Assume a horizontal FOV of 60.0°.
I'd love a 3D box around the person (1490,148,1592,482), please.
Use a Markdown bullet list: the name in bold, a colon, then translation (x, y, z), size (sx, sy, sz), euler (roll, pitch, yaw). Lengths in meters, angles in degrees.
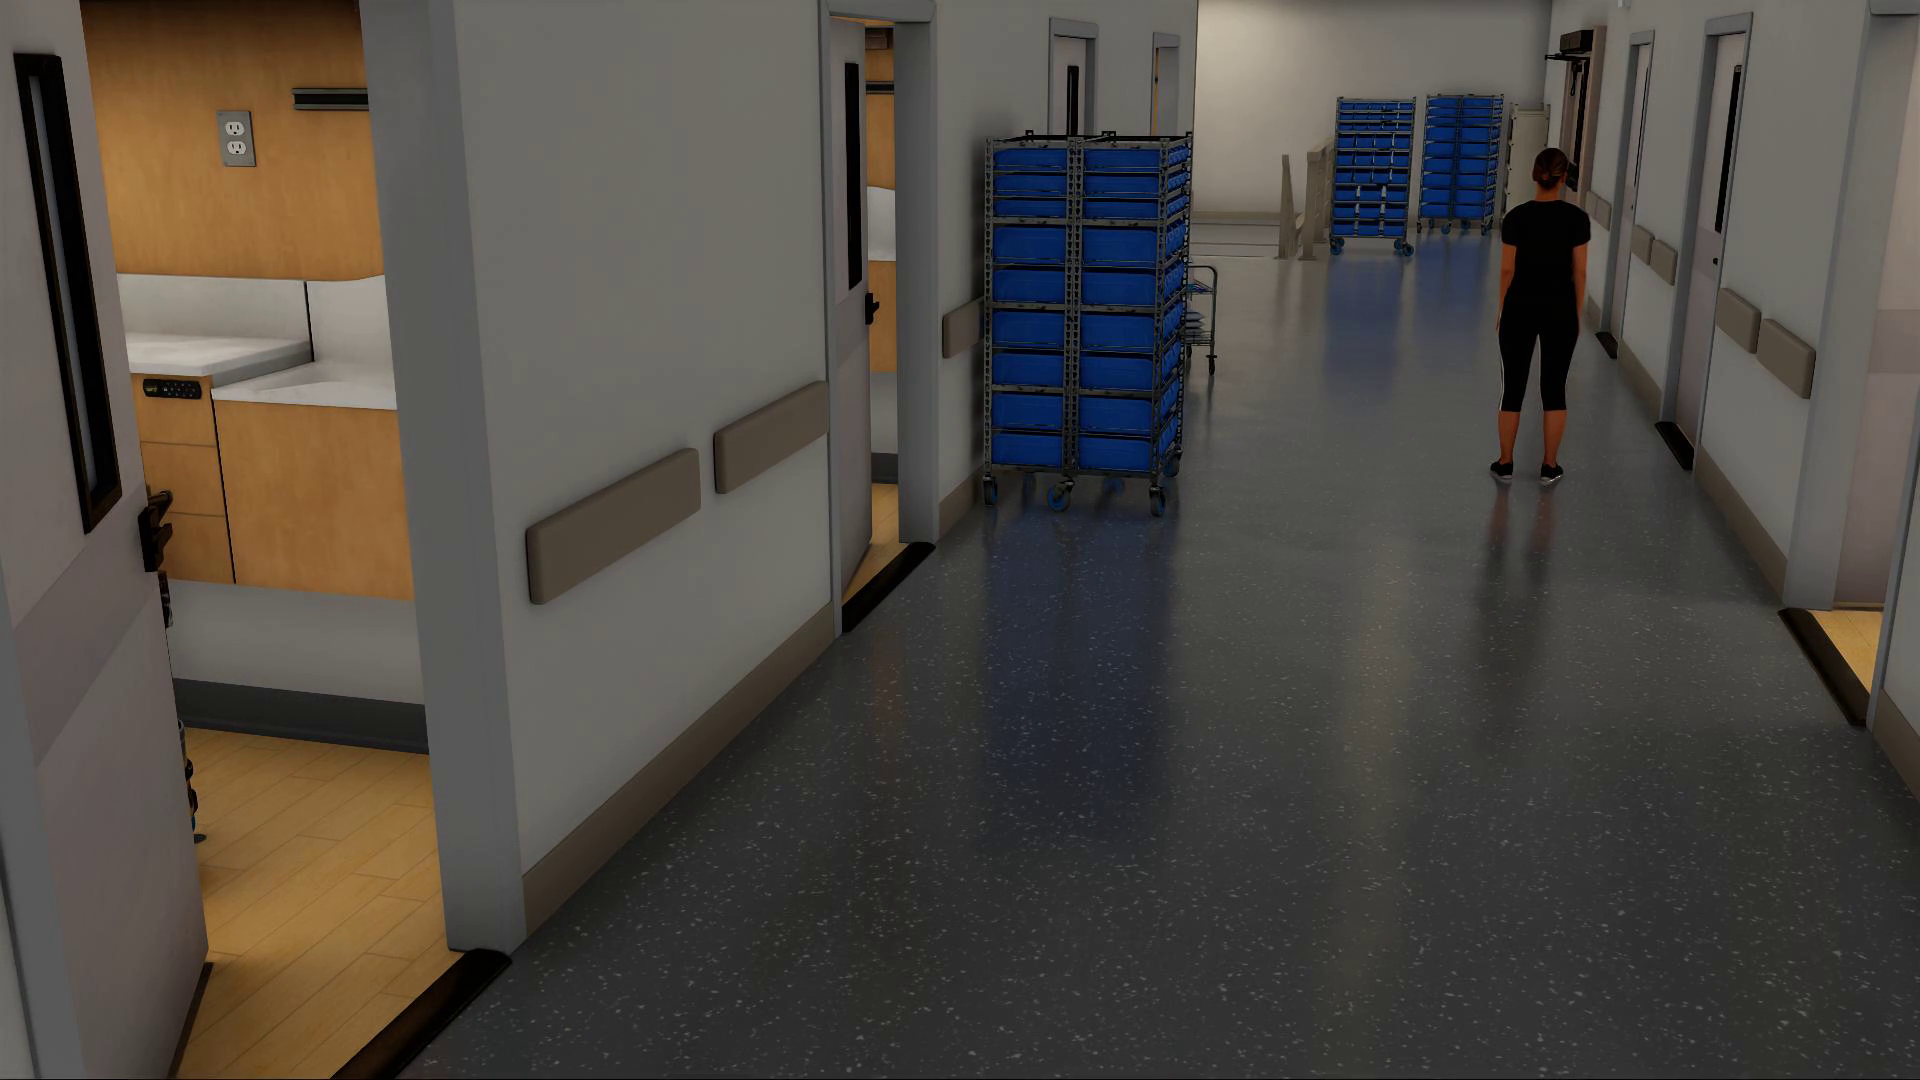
- **person**: translation (2.936, -1.140, 8.432), size (0.574, 1.669, 0.515), euler (4, 16, 16)
